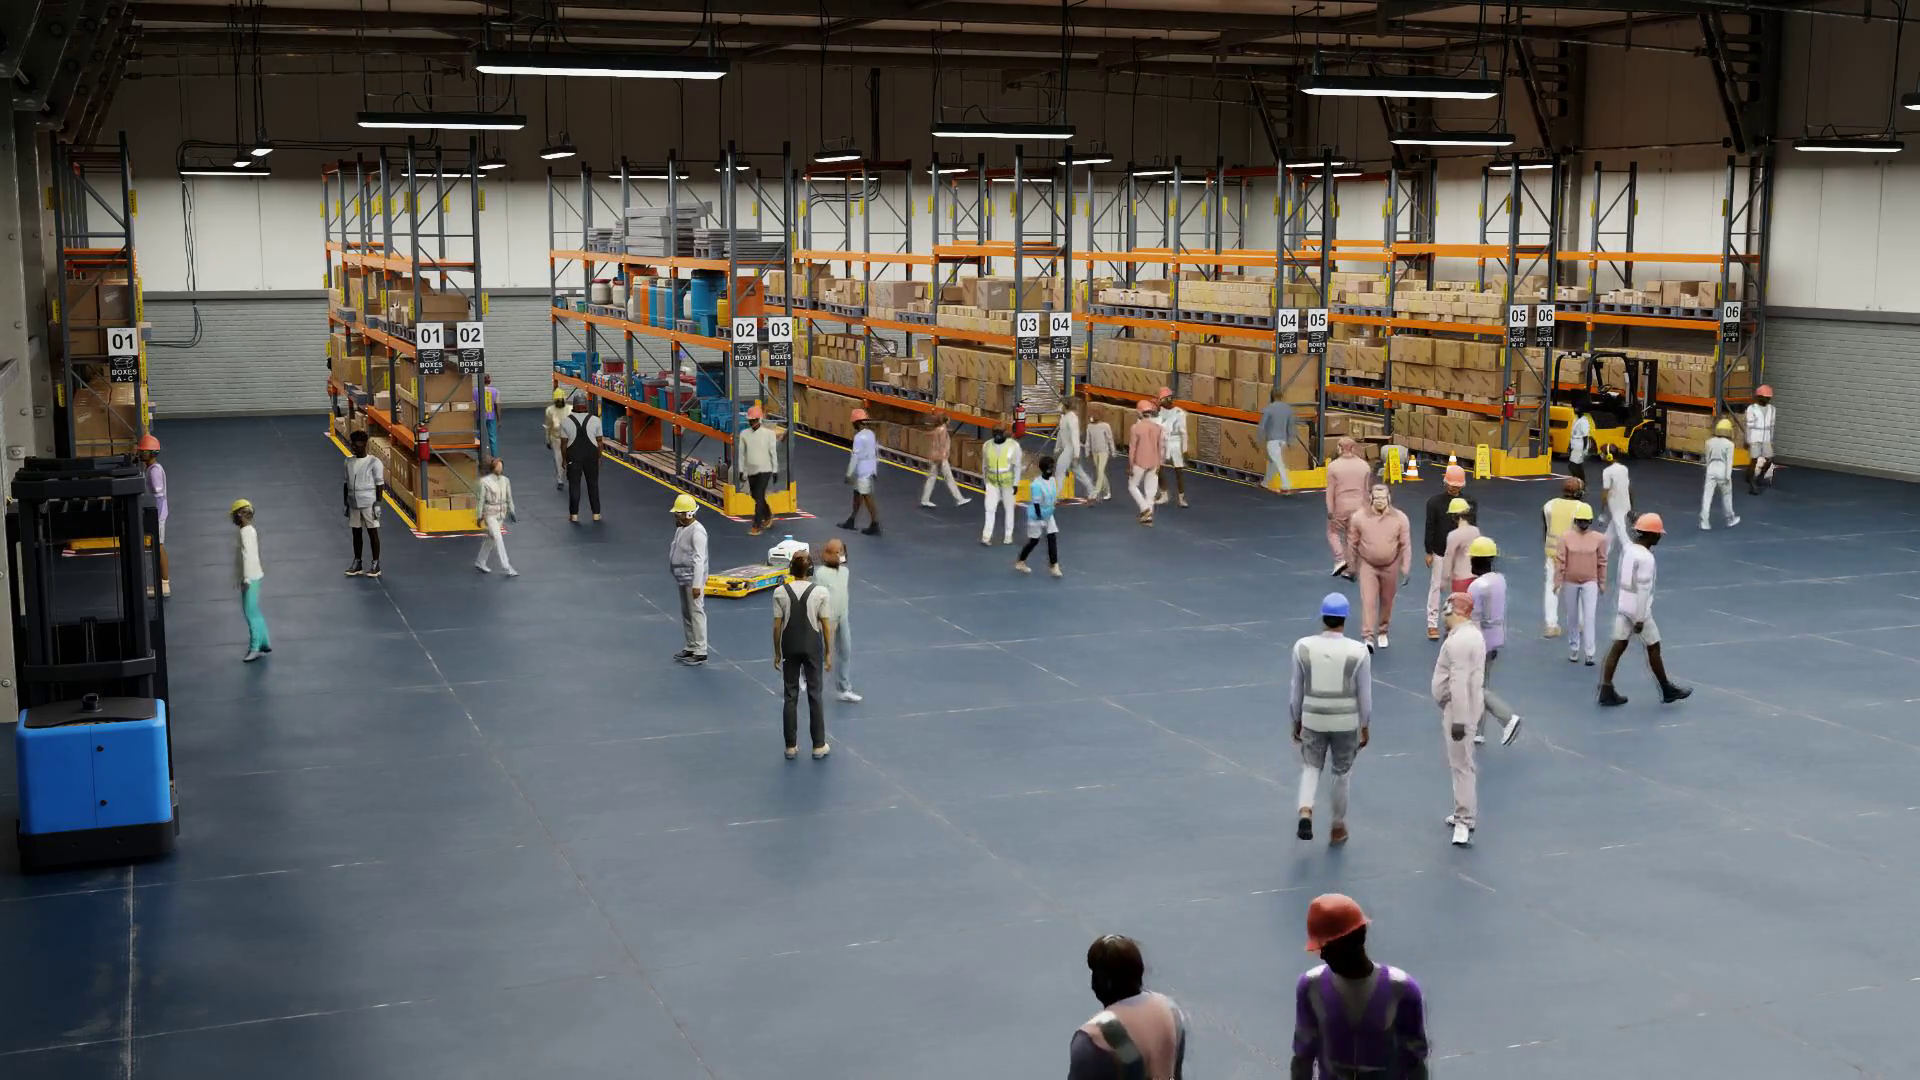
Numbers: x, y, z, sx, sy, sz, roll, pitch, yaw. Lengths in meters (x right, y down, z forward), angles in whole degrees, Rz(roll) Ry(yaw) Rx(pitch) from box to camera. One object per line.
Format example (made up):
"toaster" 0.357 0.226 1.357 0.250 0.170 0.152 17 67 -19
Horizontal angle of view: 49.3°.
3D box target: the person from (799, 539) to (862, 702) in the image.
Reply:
"person" -1.297 0.779 20.720 0.642 1.613 0.508 7 11 38

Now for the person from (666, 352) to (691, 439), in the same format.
"person" -6.183 -3.173 46.019 0.607 1.930 0.443 1 9 7

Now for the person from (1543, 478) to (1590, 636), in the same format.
"person" 7.009 0.182 24.074 0.643 1.810 0.769 8 11 42

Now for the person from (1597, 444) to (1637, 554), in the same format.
"person" 8.709 -0.371 27.781 0.525 1.801 1.018 -8 12 -44

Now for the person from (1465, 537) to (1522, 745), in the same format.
"person" 4.748 0.921 18.810 0.658 1.909 0.592 7 11 40

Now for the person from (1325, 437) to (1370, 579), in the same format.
"person" 5.133 -0.428 27.871 0.637 1.887 0.419 -2 9 -12

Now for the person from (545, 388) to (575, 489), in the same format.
"person" -7.119 -1.825 37.433 0.605 1.808 0.519 -1 9 -9

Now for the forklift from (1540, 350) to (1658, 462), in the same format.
"forklift" 12.897 -2.725 42.309 2.313 2.155 1.214 -3 9 -21

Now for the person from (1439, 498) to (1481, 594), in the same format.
"person" 5.416 0.414 22.712 0.548 1.739 0.526 -8 12 -42

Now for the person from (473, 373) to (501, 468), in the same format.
"person" -9.188 -2.311 40.555 0.563 1.847 0.393 -1 9 -8

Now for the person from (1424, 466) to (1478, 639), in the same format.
"person" 5.584 0.137 23.783 0.612 1.982 0.408 -1 9 -6

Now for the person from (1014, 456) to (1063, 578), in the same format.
"person" 1.050 -0.327 27.982 0.727 1.647 0.528 8 11 42

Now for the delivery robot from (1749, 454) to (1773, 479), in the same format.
"delivery robot" 14.596 -1.330 38.139 0.477 0.478 0.707 2 9 14

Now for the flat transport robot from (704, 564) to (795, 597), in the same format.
"flat transport robot" -2.759 0.513 27.102 0.652 0.197 1.431 5 10 28

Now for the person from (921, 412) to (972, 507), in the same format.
"person" -0.256 -1.340 34.911 0.853 1.591 0.525 -2 9 -12

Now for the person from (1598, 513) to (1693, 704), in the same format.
"person" 6.715 0.675 20.483 0.963 1.885 0.563 -1 9 -7

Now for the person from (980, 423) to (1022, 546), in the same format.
"person" 0.576 -0.801 30.657 0.632 1.798 0.928 2 9 16

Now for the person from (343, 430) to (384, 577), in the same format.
"person" -8.006 -0.495 28.054 0.607 1.966 0.367 3 9 18

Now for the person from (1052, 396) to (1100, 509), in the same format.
"person" 1.863 -1.465 34.827 1.031 1.890 0.626 -1 9 -4

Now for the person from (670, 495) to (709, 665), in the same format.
"person" -2.905 0.417 22.457 0.404 1.824 0.598 -4 10 -27

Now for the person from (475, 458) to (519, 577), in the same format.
"person" -6.262 -0.323 28.155 0.870 1.591 0.531 5 10 31

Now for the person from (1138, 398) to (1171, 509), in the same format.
"person" 3.258 -1.459 34.896 0.586 1.856 0.888 5 10 30

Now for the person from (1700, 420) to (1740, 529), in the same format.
"person" 11.780 -1.021 32.448 0.897 1.694 0.504 -8 11 -41

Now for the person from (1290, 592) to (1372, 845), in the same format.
"person" 2.787 1.365 15.778 0.623 1.932 0.571 3 9 22

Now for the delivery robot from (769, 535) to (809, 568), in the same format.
"delivery robot" -2.293 0.179 28.077 0.477 0.478 0.707 3 9 18

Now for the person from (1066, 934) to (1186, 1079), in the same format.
"person" 0.633 2.511 8.515 0.452 1.815 0.636 5 10 33

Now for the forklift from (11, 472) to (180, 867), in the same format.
"forklift" -6.630 0.886 15.957 1.129 2.768 1.873 -3 9 -21

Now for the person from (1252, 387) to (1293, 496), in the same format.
"person" 5.512 -1.722 36.541 0.647 1.892 1.047 -6 11 -36

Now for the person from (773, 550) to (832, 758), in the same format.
"person" -1.389 1.002 18.478 0.516 1.843 0.327 1 9 4

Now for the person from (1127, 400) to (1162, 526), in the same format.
"person" 2.893 -1.198 32.703 0.635 1.979 0.475 -5 10 -30

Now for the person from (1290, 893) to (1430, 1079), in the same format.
"person" 1.685 2.426 8.853 0.589 1.902 0.383 4 9 22

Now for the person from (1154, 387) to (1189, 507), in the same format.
"person" 3.479 -1.545 34.928 0.712 2.002 0.562 7 11 39

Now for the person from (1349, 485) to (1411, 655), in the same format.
"person" 4.614 0.318 23.004 0.658 1.849 1.014 1 9 7

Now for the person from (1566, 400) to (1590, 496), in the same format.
"person" 10.698 -1.592 36.315 0.432 1.682 0.539 1 9 6

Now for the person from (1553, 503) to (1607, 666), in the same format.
"person" 6.600 0.481 22.315 0.547 1.730 0.843 3 9 18

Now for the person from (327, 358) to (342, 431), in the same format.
"person" -14.270 -3.316 47.755 0.322 1.697 0.531 -4 9 -24

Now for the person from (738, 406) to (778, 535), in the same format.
"person" -3.063 -1.097 32.117 0.631 1.964 0.928 3 9 22

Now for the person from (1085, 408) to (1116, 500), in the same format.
"person" 2.357 -1.454 35.731 0.544 1.570 0.836 7 11 38

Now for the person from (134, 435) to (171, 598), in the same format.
"person" -10.233 -0.307 26.529 0.362 2.046 0.614 -4 9 -25

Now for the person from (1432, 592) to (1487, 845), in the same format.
"person" 3.812 1.356 16.091 0.395 1.864 0.825 3 9 20

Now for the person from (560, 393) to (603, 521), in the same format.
"person" -6.036 -1.312 33.399 0.673 2.000 0.535 -2 9 -13

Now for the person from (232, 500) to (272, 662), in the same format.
"person" -7.699 0.434 22.708 0.341 1.721 0.628 -2 9 -16

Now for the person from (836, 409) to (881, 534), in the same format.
"person" -1.582 -1.046 31.927 0.885 1.897 0.564 3 9 20

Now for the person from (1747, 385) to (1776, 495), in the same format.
"person" 13.978 -1.746 36.554 0.564 1.924 0.409 -1 9 -8

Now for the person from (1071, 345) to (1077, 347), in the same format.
"person" 2.642 -3.720 49.897 0.606 1.859 0.775 -4 10 -27
